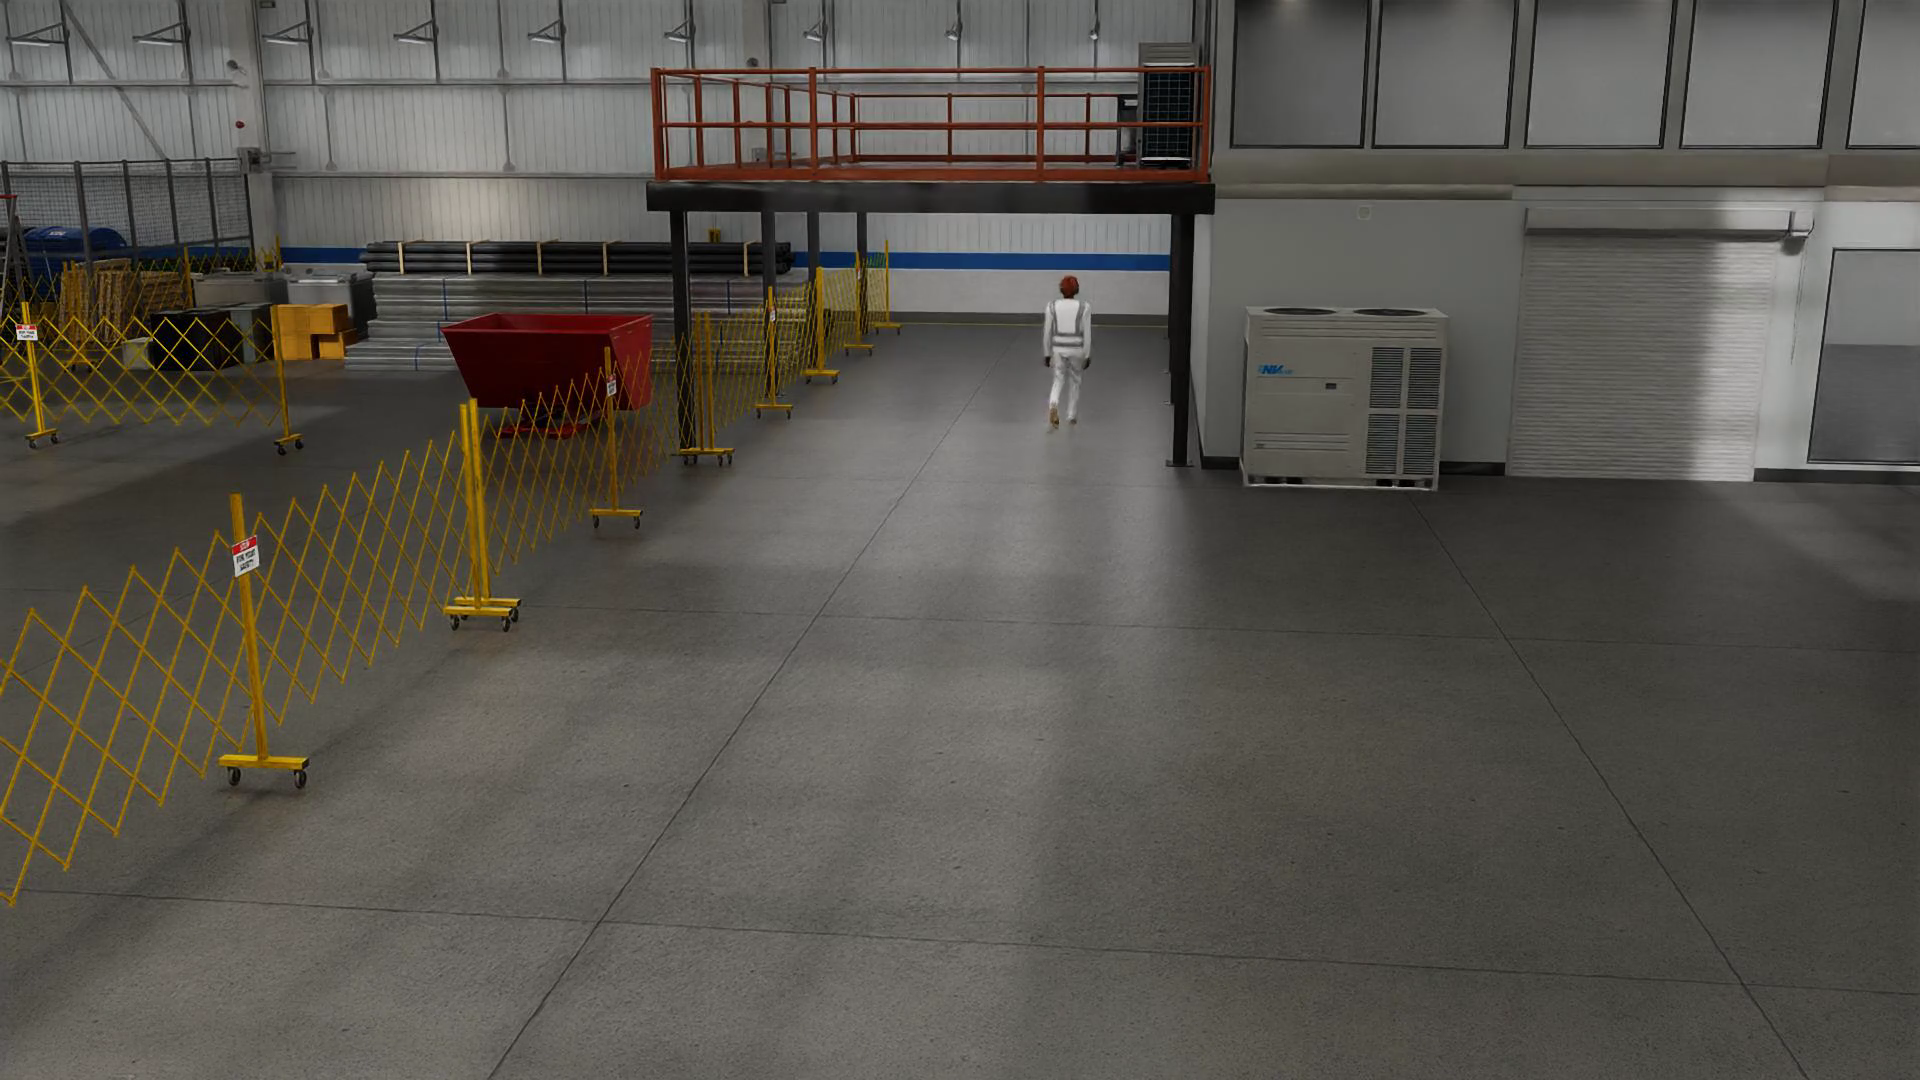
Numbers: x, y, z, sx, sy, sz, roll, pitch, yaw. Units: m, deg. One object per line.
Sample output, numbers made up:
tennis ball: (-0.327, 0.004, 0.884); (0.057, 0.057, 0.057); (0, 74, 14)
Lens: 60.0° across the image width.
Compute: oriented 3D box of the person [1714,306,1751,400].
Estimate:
person: (9.068, -2.173, 19.750); (0.705, 1.888, 0.399); (-6, 15, -25)

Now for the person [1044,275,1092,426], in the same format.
person: (1.303, -2.278, 20.220); (0.582, 1.866, 0.618); (4, 14, 17)
